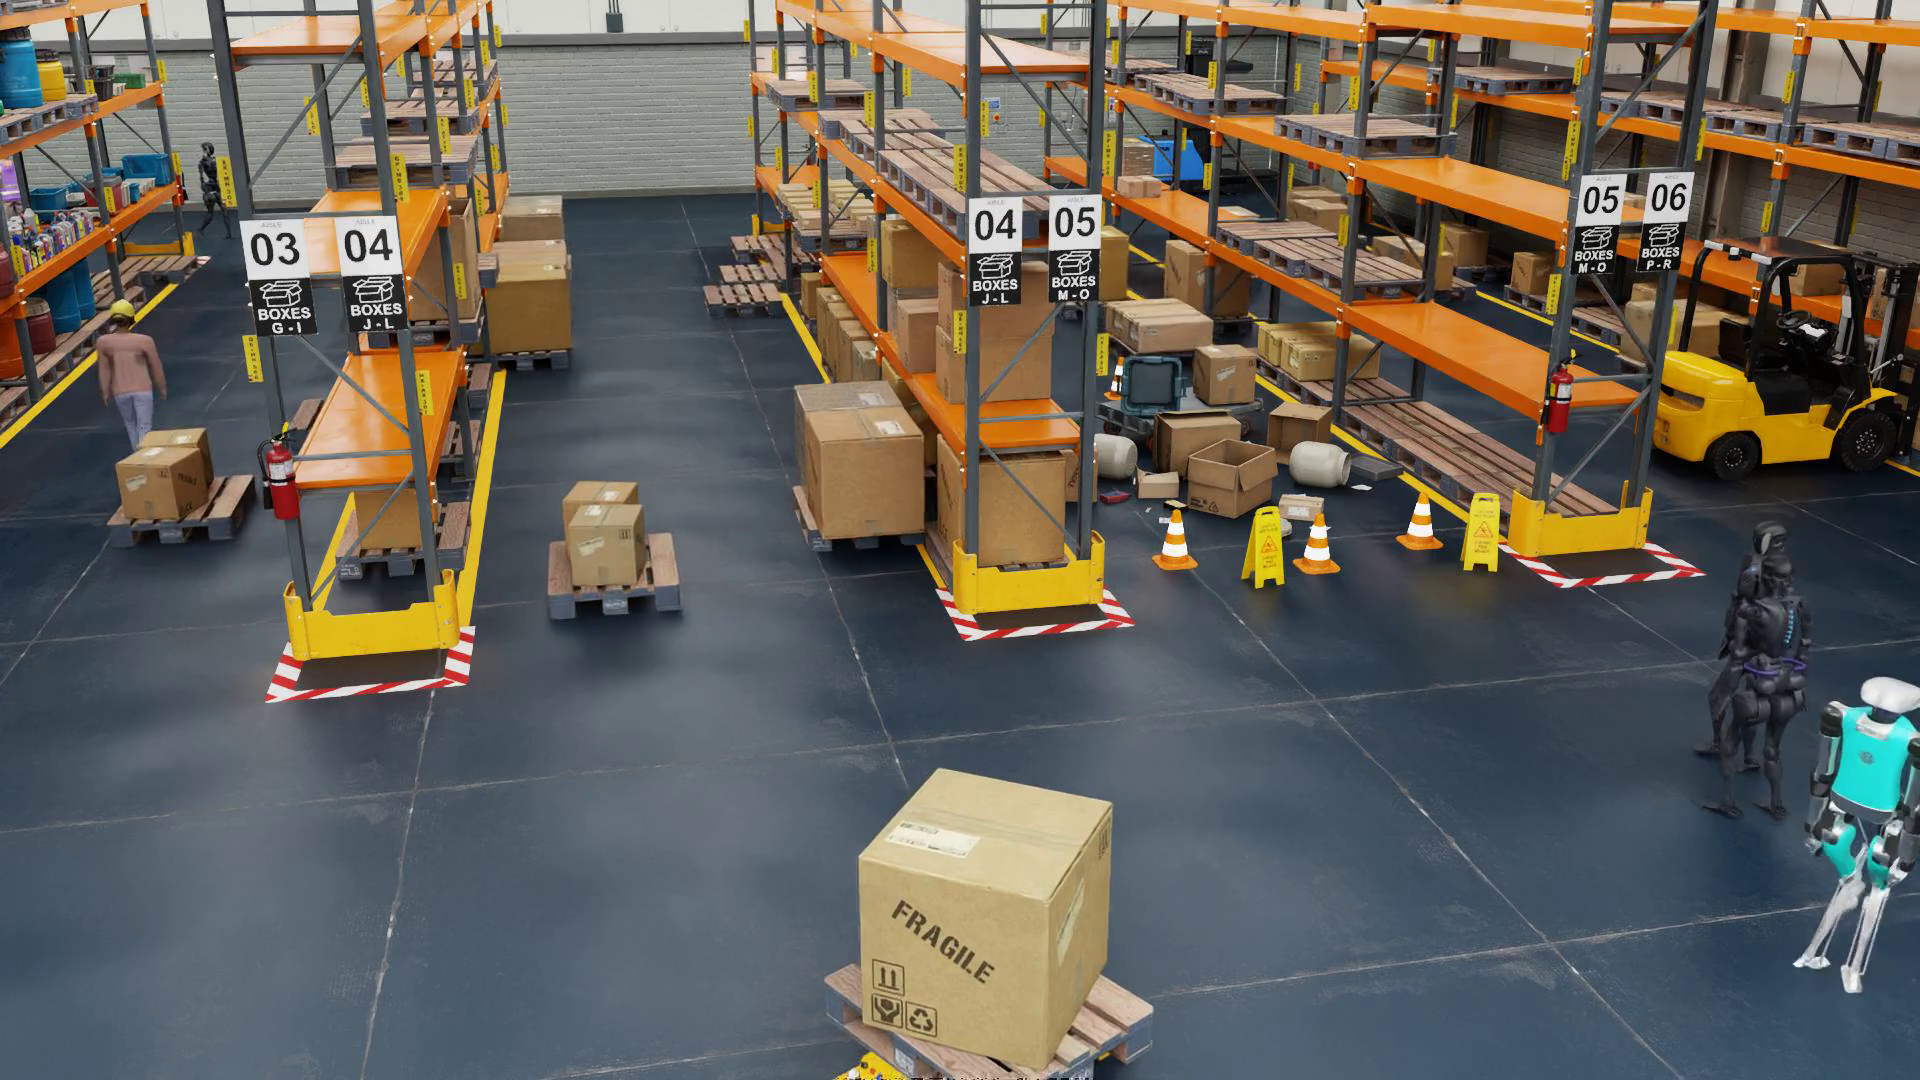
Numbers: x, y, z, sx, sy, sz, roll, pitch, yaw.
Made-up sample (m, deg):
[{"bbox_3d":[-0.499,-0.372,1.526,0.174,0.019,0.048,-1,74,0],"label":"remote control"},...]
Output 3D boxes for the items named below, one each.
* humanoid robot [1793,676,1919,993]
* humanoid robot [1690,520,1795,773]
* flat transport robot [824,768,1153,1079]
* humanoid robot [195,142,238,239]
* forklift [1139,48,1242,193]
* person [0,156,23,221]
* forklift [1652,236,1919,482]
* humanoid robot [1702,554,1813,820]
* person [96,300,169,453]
[{"bbox_3d":[4.514,1.451,8.211,0.747,1.803,0.543,-17,26,-37],"label":"humanoid robot"},{"bbox_3d":[4.957,0.674,10.366,0.332,1.654,0.613,-3,21,-8],"label":"humanoid robot"},{"bbox_3d":[0.110,2.387,7.775,1.431,0.231,0.659,-17,26,-39],"label":"flat transport robot"},{"bbox_3d":[-12.665,-5.912,28.131,0.675,1.638,0.594,6,21,17],"label":"humanoid robot"},{"bbox_3d":[4.566,-8.313,32.860,1.873,2.768,1.129,-4,21,-12],"label":"forklift"},{"bbox_3d":[-15.361,-5.479,26.920,0.347,1.687,0.491,14,24,33],"label":"person"},{"bbox_3d":[8.013,-1.814,16.330,2.313,2.155,1.214,-4,21,-12],"label":"forklift"},{"bbox_3d":[4.764,0.880,9.822,0.611,1.640,0.362,-6,21,-16],"label":"humanoid robot"},{"bbox_3d":[-7.921,-1.455,16.016,0.556,1.730,0.828,-4,21,-10],"label":"person"}]
